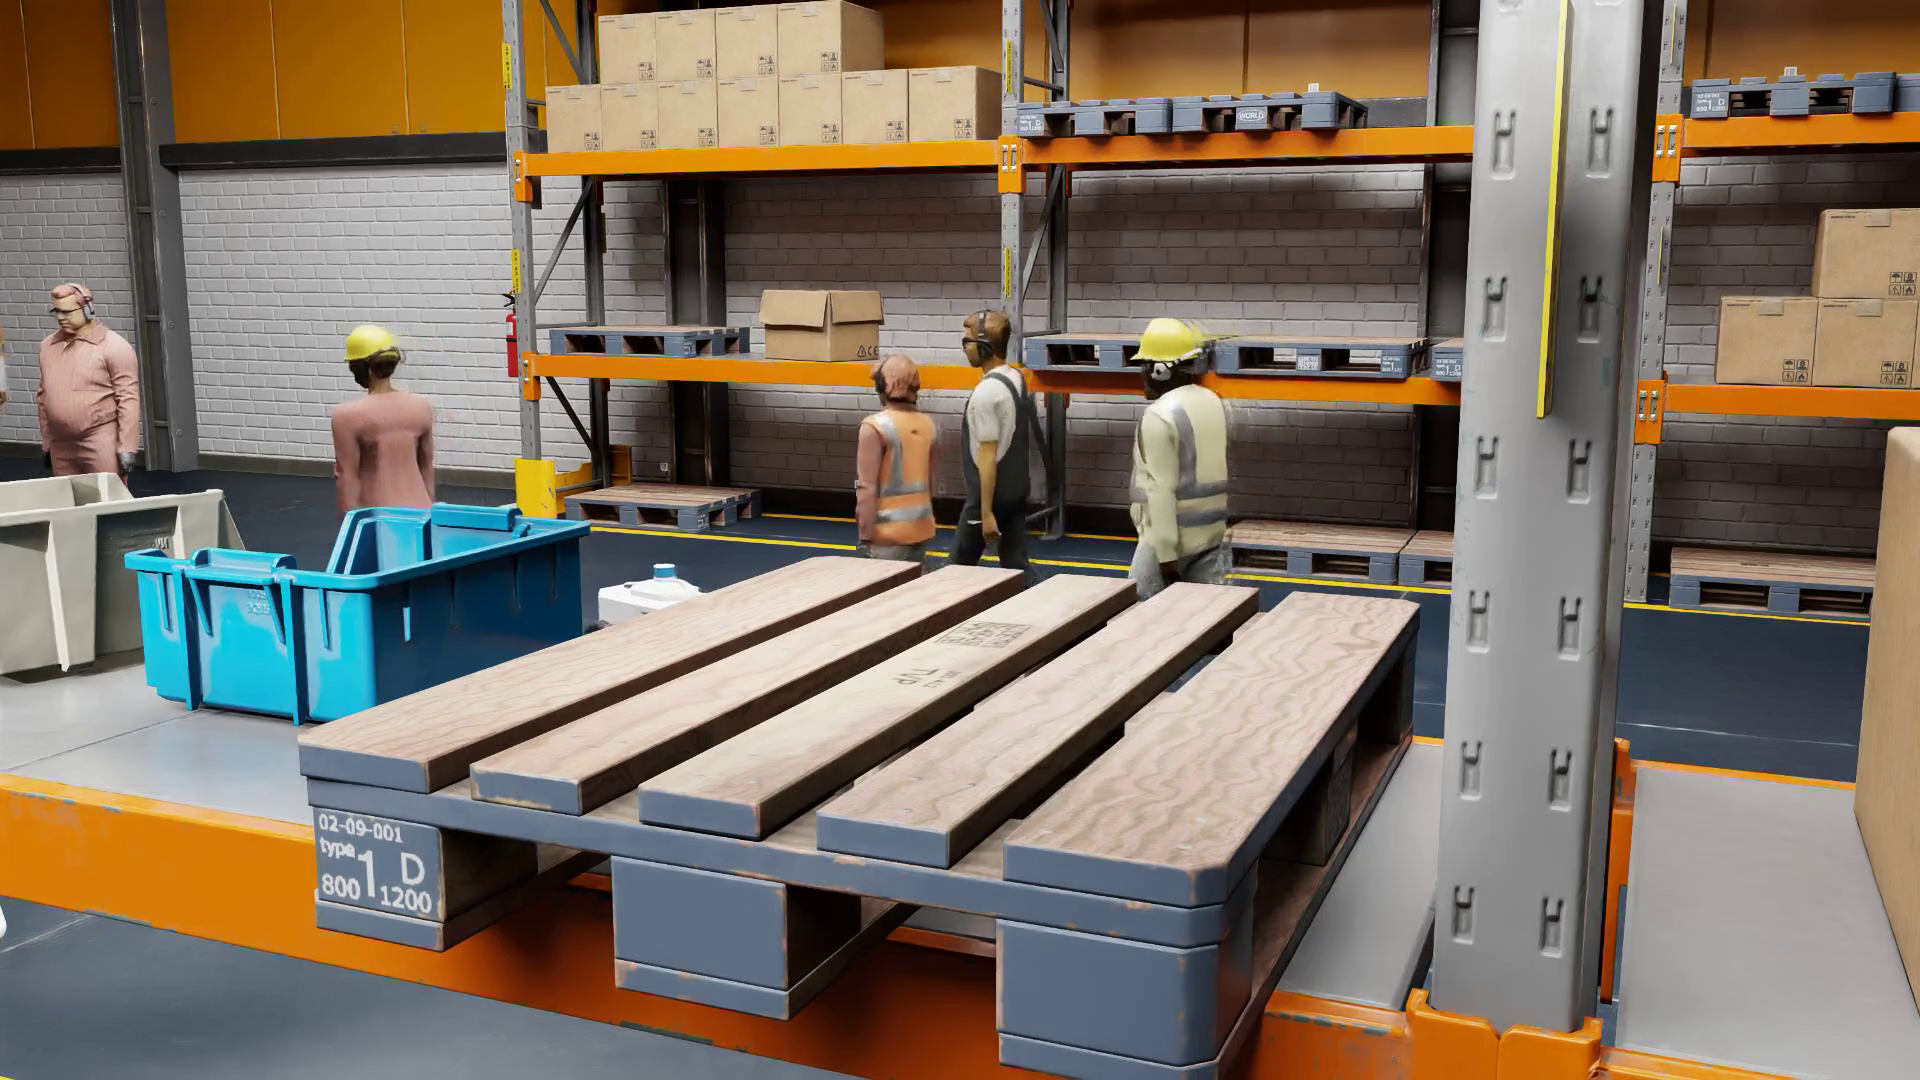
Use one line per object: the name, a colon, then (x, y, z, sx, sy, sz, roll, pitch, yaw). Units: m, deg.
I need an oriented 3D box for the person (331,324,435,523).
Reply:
person: (-2.568, -0.102, 7.571, 0.517, 1.751, 0.522, 8, 12, 38)

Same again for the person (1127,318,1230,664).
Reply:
person: (0.859, -0.040, 7.069, 0.918, 1.784, 0.599, 8, 12, 40)

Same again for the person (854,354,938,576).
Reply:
person: (-0.257, -0.004, 7.326, 0.416, 1.620, 0.541, 6, 11, 33)

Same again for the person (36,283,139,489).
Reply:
person: (-5.193, -0.564, 9.872, 0.638, 1.902, 0.403, 2, 10, 14)

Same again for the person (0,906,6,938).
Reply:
person: (-3.073, 0.400, 4.892, 0.507, 1.633, 0.277, -4, 10, -22)

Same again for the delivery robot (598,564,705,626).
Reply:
delivery robot: (-1.431, 0.359, 8.081, 0.707, 0.478, 0.477, 8, 13, 40)

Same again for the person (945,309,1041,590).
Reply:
person: (0.166, -0.194, 8.006, 0.847, 1.819, 0.534, 5, 11, 26)

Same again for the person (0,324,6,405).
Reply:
person: (-8.707, -1.370, 14.635, 0.579, 1.919, 0.434, -9, 13, -43)
